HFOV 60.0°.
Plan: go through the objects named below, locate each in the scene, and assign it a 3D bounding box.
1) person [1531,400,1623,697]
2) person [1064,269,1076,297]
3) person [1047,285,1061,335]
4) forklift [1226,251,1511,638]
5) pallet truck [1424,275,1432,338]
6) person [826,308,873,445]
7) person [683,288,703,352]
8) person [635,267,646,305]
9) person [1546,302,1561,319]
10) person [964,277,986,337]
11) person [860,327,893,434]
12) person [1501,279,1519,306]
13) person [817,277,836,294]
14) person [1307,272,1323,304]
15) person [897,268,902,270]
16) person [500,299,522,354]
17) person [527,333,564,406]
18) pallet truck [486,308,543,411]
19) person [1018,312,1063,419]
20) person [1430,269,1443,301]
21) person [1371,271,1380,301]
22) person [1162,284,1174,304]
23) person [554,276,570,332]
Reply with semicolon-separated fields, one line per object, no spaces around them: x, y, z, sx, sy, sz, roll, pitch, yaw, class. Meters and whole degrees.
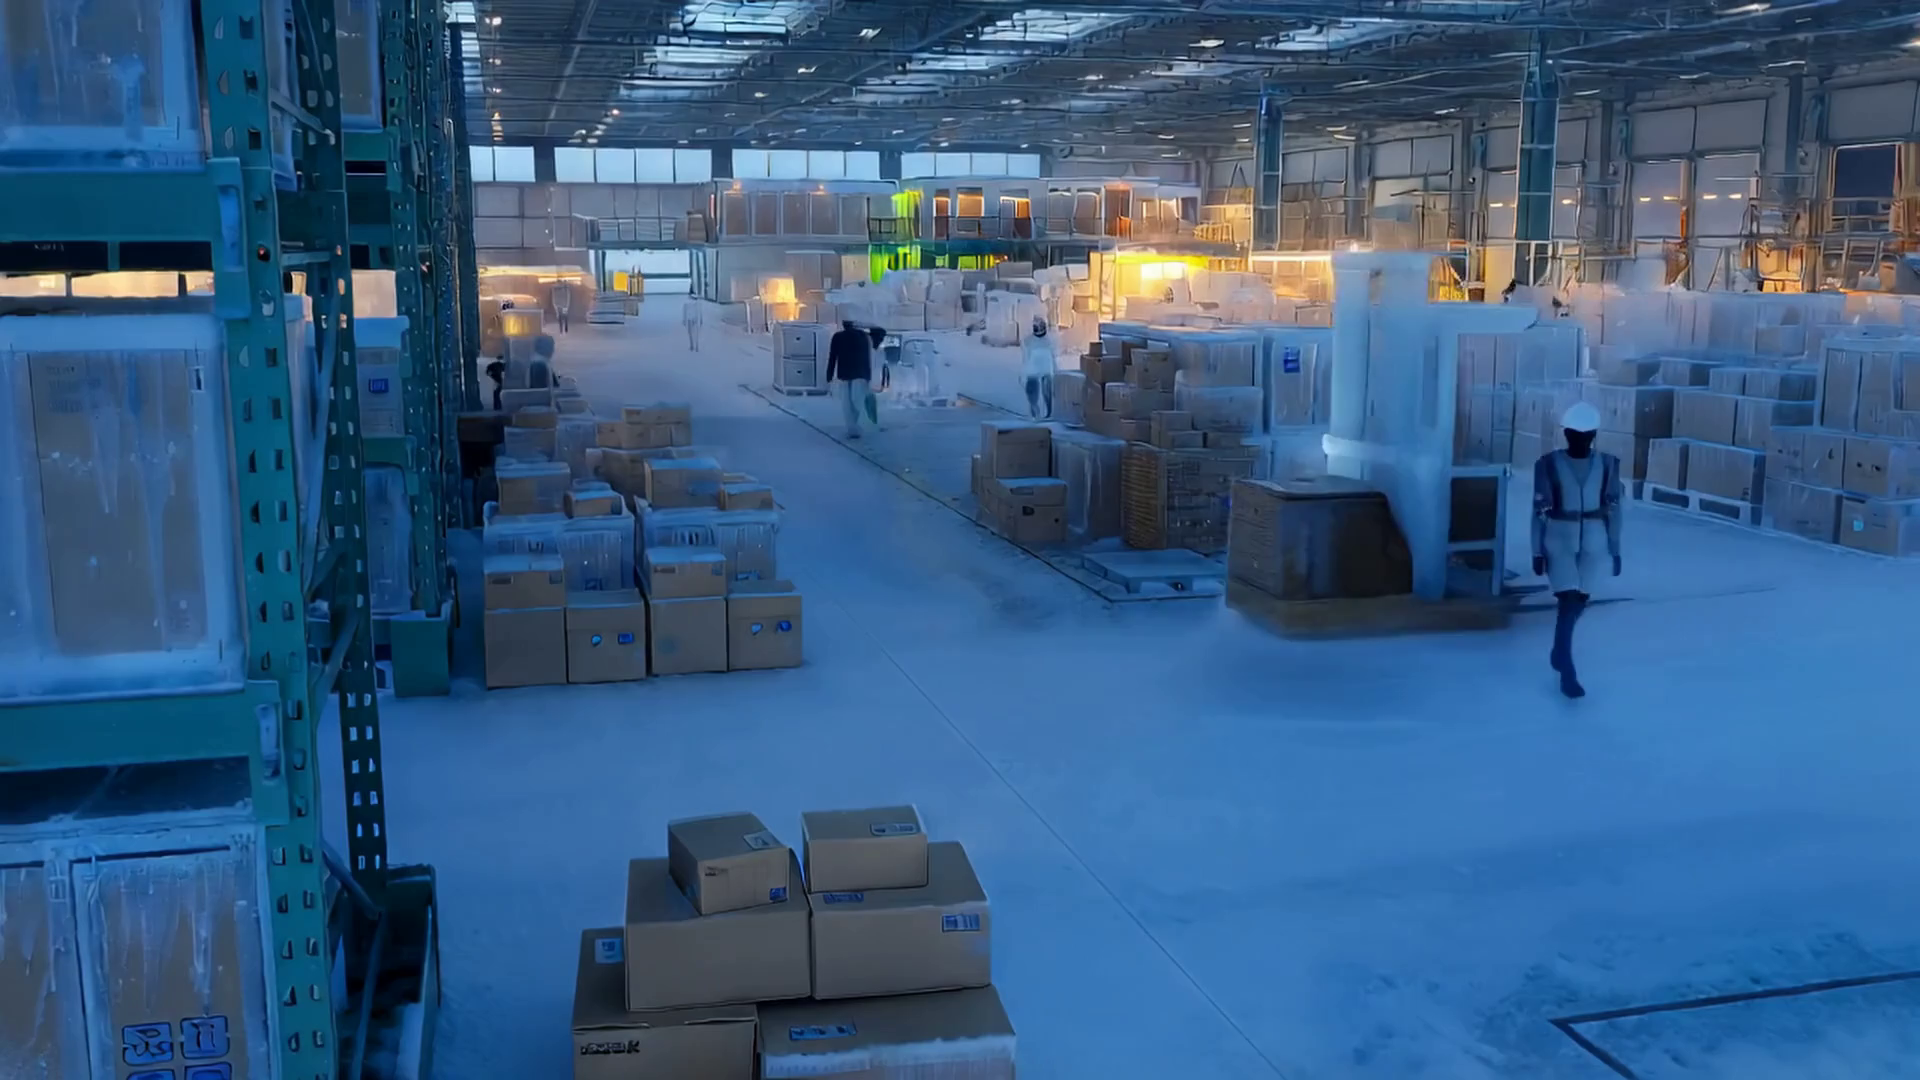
4.030;0.011;10.937;0.547;1.900;0.991;1;10;6;person
4.555;-10.323;69.378;0.589;1.911;0.379;3;10;16;person
2.487;-5.829;44.087;0.325;1.860;0.512;-8;13;-38;person
3.084;-0.769;12.527;1.873;2.768;1.129;-3;10;-15;forklift
14.620;-7.324;52.145;0.823;1.965;1.885;8;13;40;pallet truck
-1.630;-2.364;24.115;0.638;1.965;0.739;4;11;20;person
-7.333;-6.041;45.644;0.532;1.739;0.823;-1;10;-7;person
-15.756;-12.496;81.873;0.505;1.842;0.346;8;13;37;person
10.182;-3.100;28.453;0.662;1.910;0.846;-7;12;-34;person
0.565;-7.326;52.422;0.786;1.913;0.549;1;10;3;person
-1.295;-2.428;25.417;0.874;1.632;0.573;8;13;39;person
14.730;-5.969;44.347;0.703;2.000;0.773;1;10;6;person
-3.885;-6.683;48.599;0.613;1.965;0.361;-4;11;-24;person
14.209;-9.789;66.575;0.656;1.828;0.468;-3;10;-17;person
-2.783;-11.336;75.139;0.595;1.897;0.606;4;11;20;person
-10.486;-4.805;38.892;0.514;1.641;0.307;-6;12;-31;person
-5.131;-1.634;20.428;0.592;1.824;0.640;-2;10;-9;person
-6.242;-2.418;24.362;0.823;1.965;1.885;1;10;3;pallet truck
1.170;-2.363;24.298;0.703;1.911;0.434;3;11;18;person
19.650;-10.225;68.791;0.612;1.926;0.828;-3;11;-18;person
19.406;-11.817;78.128;0.920;1.811;0.612;5;11;25;person
5.537;-5.730;43.447;0.576;1.882;0.355;6;12;31;person
-13.337;-7.906;55.770;0.549;1.896;0.970;-2;10;-12;person
